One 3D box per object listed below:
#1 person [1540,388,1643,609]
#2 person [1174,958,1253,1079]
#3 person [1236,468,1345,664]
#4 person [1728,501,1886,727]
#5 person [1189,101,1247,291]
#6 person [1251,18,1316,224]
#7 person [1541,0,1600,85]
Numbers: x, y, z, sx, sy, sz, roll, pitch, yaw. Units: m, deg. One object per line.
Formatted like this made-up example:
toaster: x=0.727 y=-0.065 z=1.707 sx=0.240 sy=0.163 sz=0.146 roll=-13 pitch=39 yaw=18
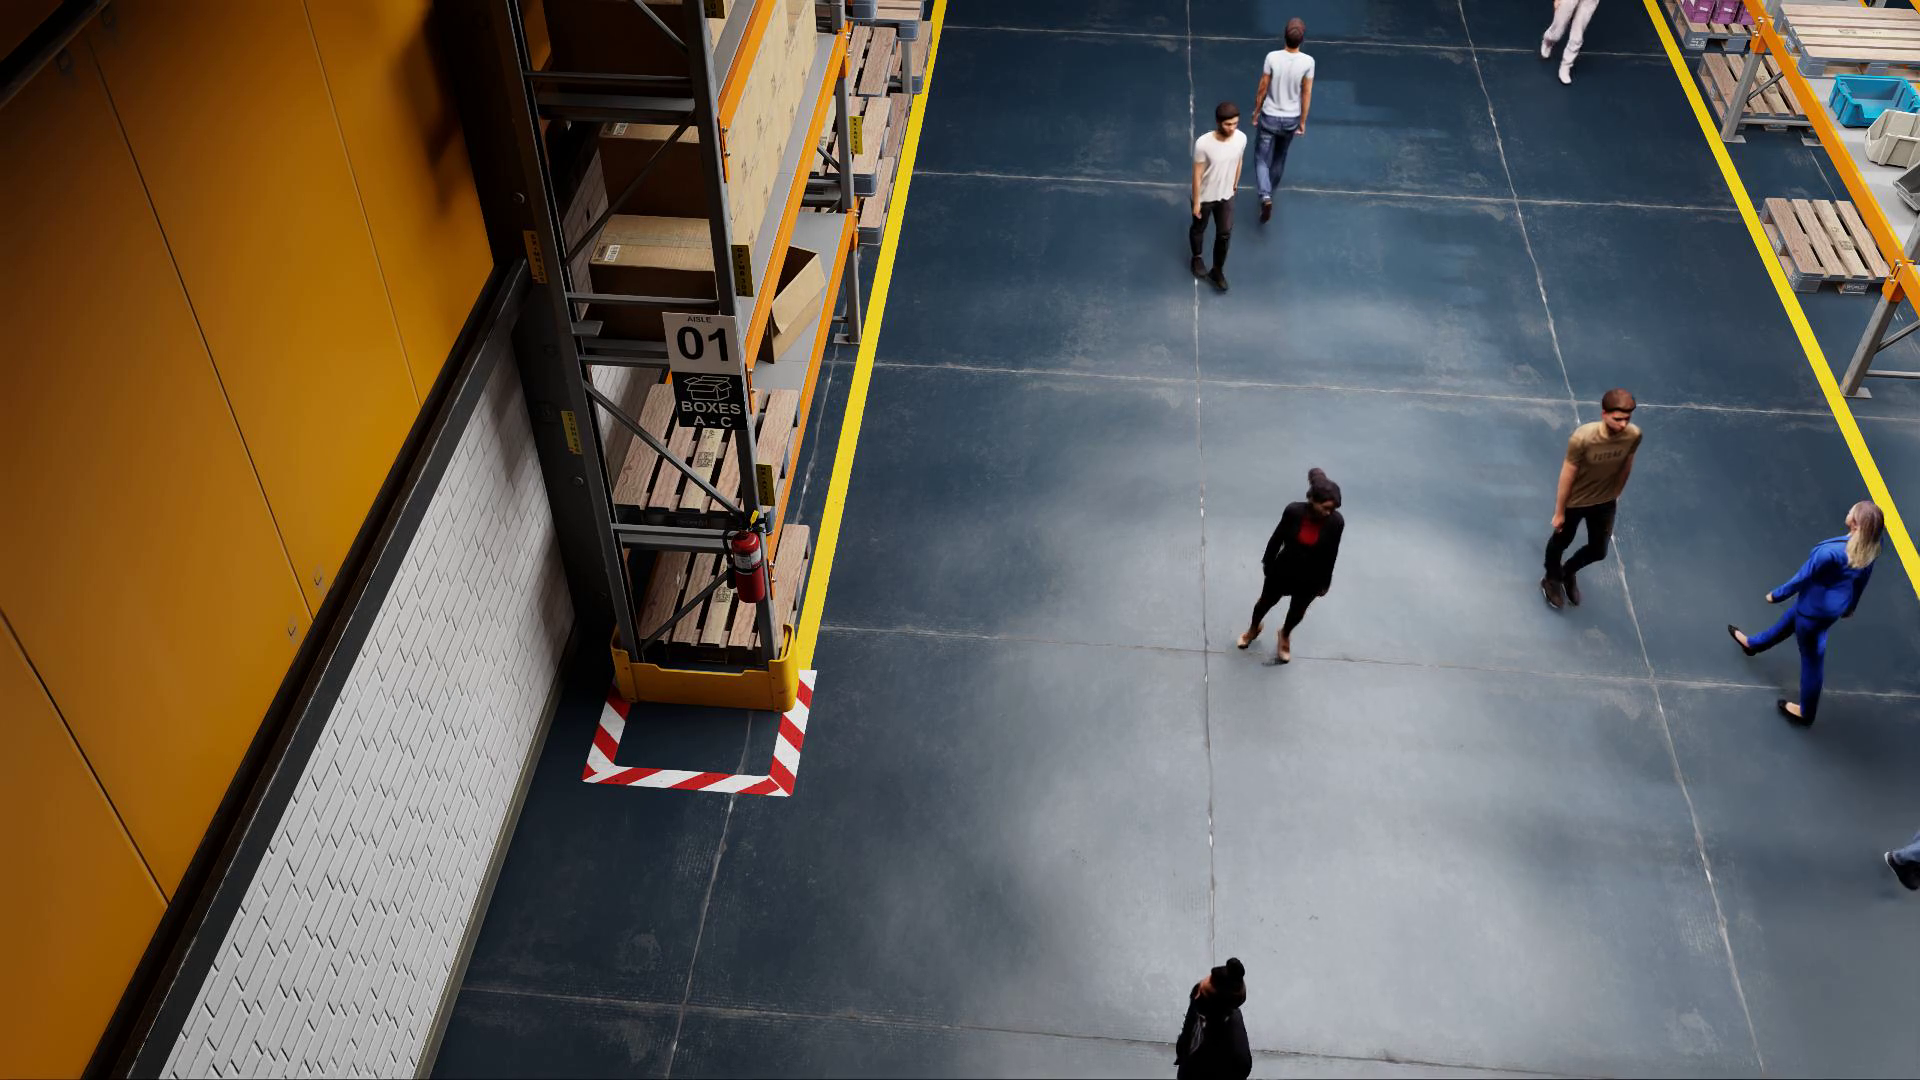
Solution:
person: x=4.186 y=-0.333 z=11.220 sx=0.711 sy=1.840 sz=0.675 roll=-4 pitch=44 yaw=-5
person: x=1.291 y=2.625 z=8.044 sx=0.899 sy=1.939 sz=0.856 roll=-8 pitch=44 yaw=-8
person: x=2.166 y=0.211 z=10.813 sx=0.745 sy=1.614 sz=0.688 roll=24 pitch=49 yaw=23
person: x=5.490 y=0.506 z=10.467 sx=1.002 sy=1.664 sz=1.167 roll=-21 pitch=47 yaw=-20
person: x=2.125 y=-3.004 z=14.123 sx=0.729 sy=1.702 sz=0.833 roll=-7 pitch=44 yaw=-7
person: x=2.828 y=-3.656 z=14.782 sx=0.623 sy=1.739 sz=1.014 roll=5 pitch=44 yaw=5
person: x=6.203 y=-5.494 z=16.754 sx=0.642 sy=1.679 sz=0.844 roll=2 pitch=44 yaw=2
